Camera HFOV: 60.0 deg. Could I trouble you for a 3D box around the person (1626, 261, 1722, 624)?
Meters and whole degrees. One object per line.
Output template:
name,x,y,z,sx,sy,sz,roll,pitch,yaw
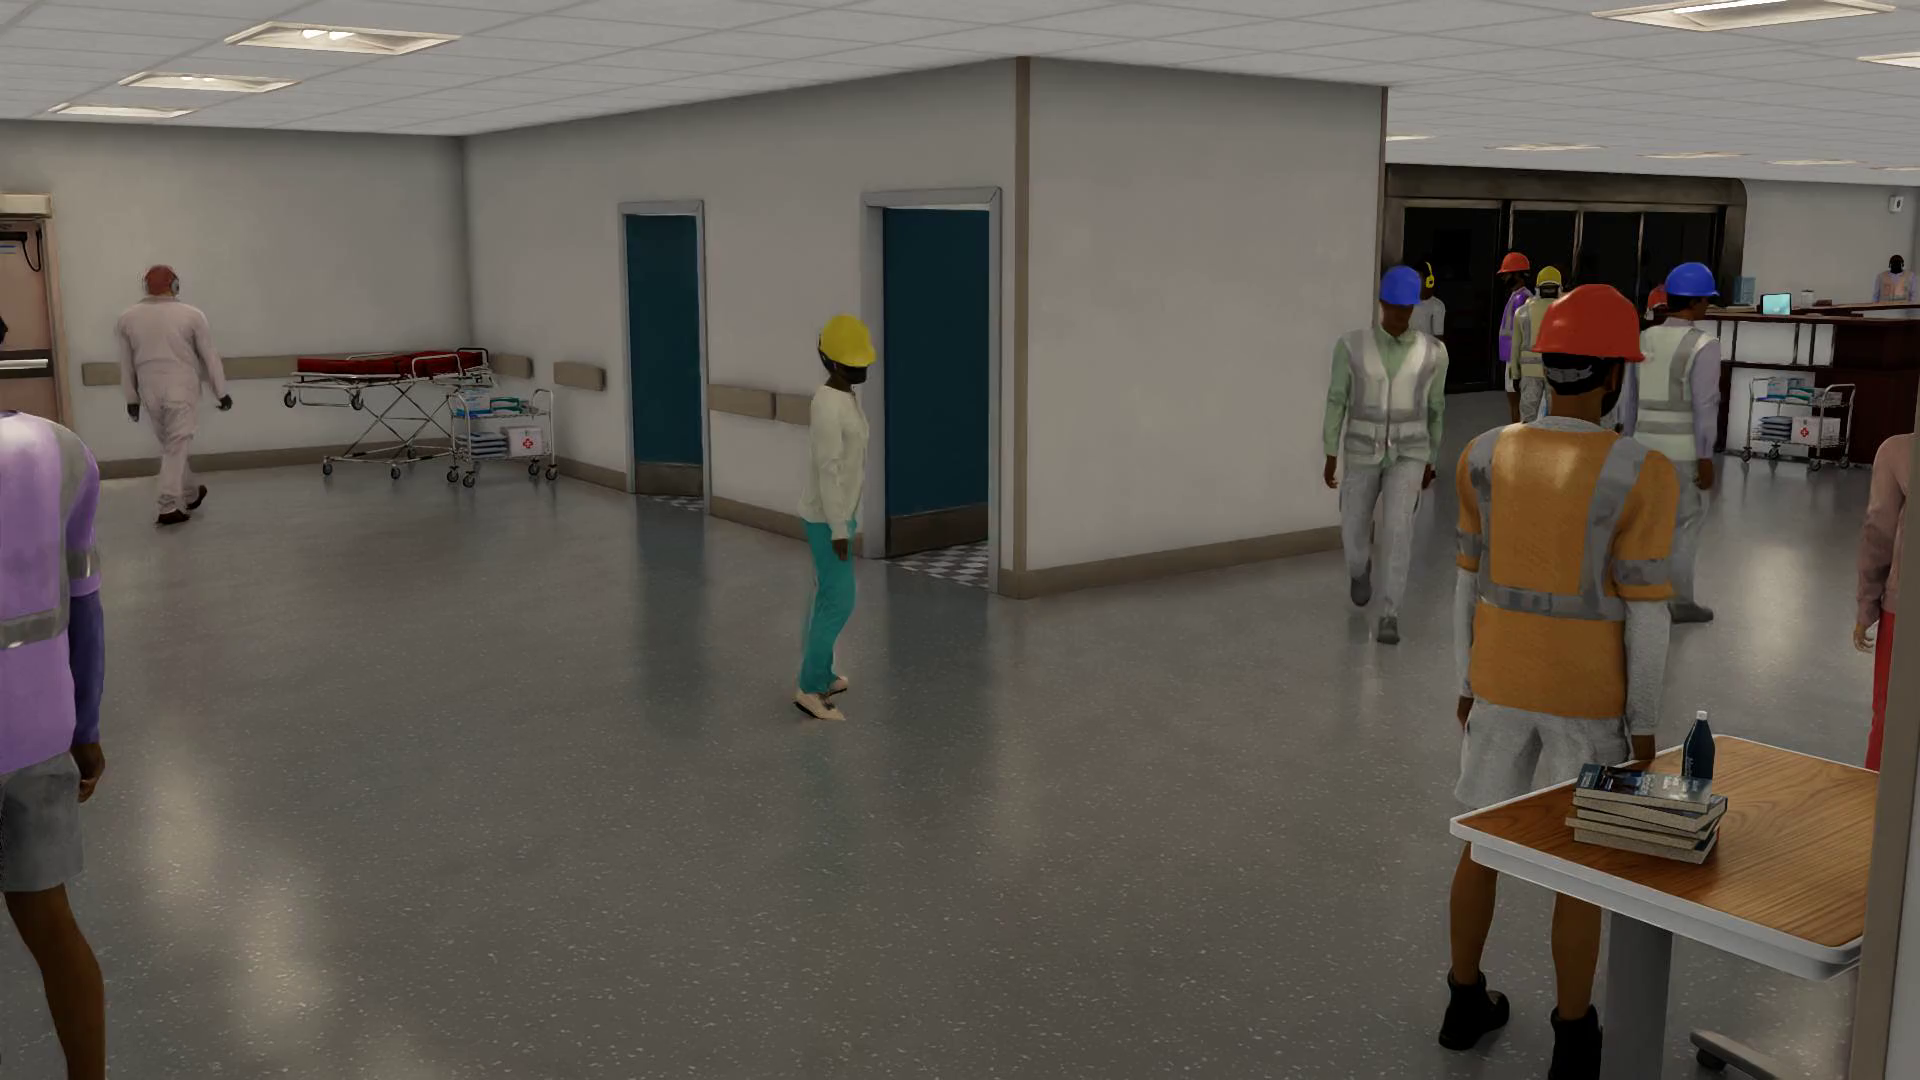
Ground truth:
person,3.702,-0.494,8.771,0.676,1.929,0.612,-3,10,-14

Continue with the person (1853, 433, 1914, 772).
person,3.028,0.242,5.096,0.523,1.769,0.315,7,12,34

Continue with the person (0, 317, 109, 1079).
person,-2.045,0.411,3.425,0.408,2.033,0.612,3,11,17

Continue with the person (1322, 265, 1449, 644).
person,2.202,-0.469,8.678,0.613,1.920,0.803,2,10,13

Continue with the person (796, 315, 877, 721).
person,-0.517,-0.098,7.130,0.378,1.729,0.690,1,10,3

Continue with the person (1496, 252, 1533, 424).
person,5.177,-1.717,15.594,0.374,1.933,0.552,3,10,15

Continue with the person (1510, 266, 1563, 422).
person,5.121,-1.472,14.548,0.592,1.826,0.404,5,11,25

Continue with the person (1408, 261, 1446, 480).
person,3.919,-1.432,14.185,0.329,1.872,0.508,-2,10,-13

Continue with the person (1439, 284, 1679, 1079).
person,1.458,0.349,4.061,0.400,1.928,0.542,-10,14,-44

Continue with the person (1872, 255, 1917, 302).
person,15.428,-3.788,27.504,0.628,1.837,0.429,7,12,34

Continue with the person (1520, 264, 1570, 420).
person,5.436,-1.602,15.263,0.624,1.835,0.431,2,10,9

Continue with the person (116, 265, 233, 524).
person,-5.754,-1.085,12.256,0.659,1.854,0.975,1,10,3
